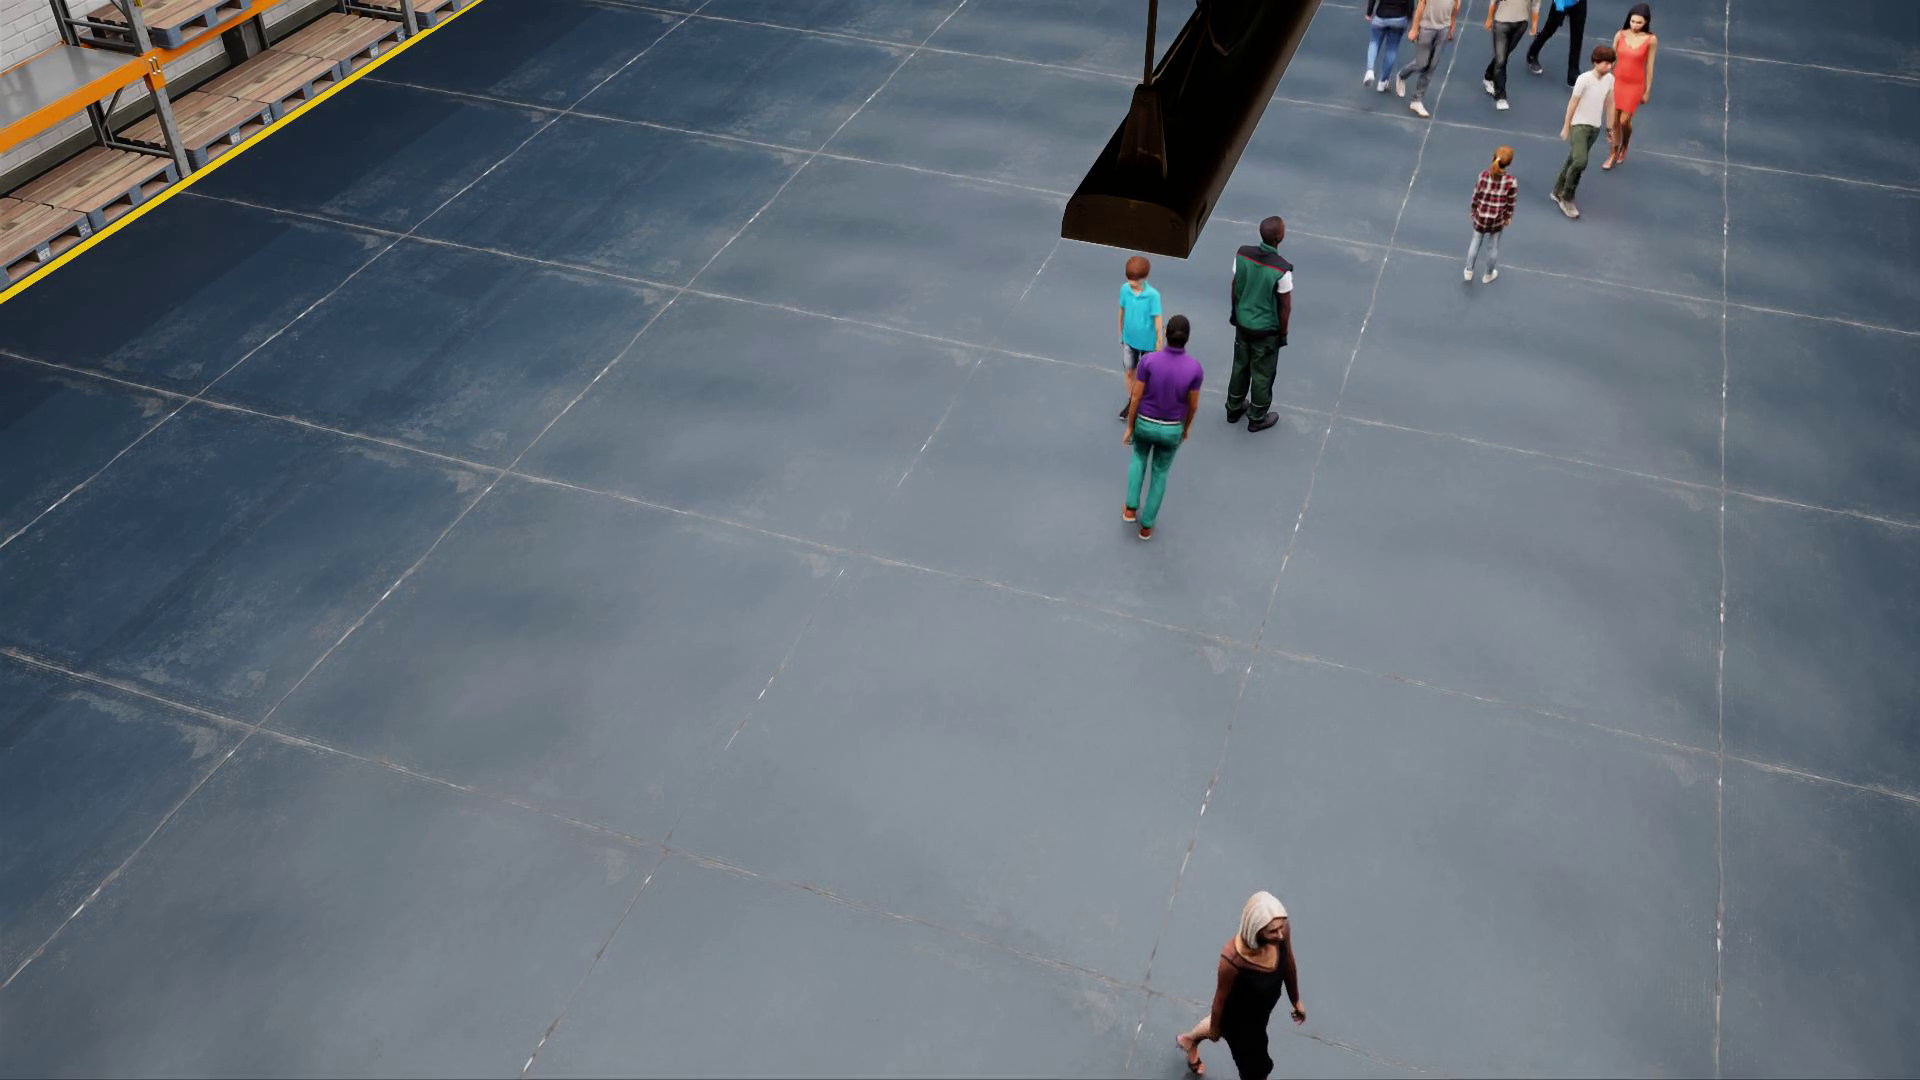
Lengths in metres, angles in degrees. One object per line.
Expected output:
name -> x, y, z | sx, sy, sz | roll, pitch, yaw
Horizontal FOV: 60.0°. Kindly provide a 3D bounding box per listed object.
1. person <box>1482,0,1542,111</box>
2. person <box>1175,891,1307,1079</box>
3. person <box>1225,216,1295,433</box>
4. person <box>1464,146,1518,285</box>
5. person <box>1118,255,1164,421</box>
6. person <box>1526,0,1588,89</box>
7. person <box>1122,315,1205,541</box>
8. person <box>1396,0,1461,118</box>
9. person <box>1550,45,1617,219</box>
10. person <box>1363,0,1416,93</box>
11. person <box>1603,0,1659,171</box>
person -> 5.915, -5.617, 17.947 | 0.951, 1.776, 1.211 | -2, 39, -2
person -> 1.349, 2.247, 8.158 | 1.090, 1.705, 0.988 | -29, 47, -31
person -> 2.333, -1.690, 12.979 | 0.774, 1.839, 0.750 | 31, 48, 33
person -> 4.776, -2.932, 14.963 | 0.546, 1.305, 0.524 | 17, 42, 20
person -> 1.479, -1.652, 13.257 | 0.684, 1.433, 0.833 | 21, 43, 24
person -> 6.645, -5.919, 18.348 | 1.127, 1.747, 1.230 | -14, 41, -17
person -> 1.415, -0.737, 11.868 | 0.717, 1.737, 0.693 | 3, 39, 4
person -> 4.990, -5.478, 17.703 | 0.939, 1.863, 1.012 | -10, 40, -12
person -> 5.969, -3.990, 16.021 | 0.815, 1.638, 0.883 | -14, 41, -17
person -> 4.673, -5.650, 18.110 | 0.642, 1.624, 0.689 | 14, 41, 17
person -> 6.714, -4.565, 16.688 | 0.705, 1.702, 0.729 | 23, 44, 26
